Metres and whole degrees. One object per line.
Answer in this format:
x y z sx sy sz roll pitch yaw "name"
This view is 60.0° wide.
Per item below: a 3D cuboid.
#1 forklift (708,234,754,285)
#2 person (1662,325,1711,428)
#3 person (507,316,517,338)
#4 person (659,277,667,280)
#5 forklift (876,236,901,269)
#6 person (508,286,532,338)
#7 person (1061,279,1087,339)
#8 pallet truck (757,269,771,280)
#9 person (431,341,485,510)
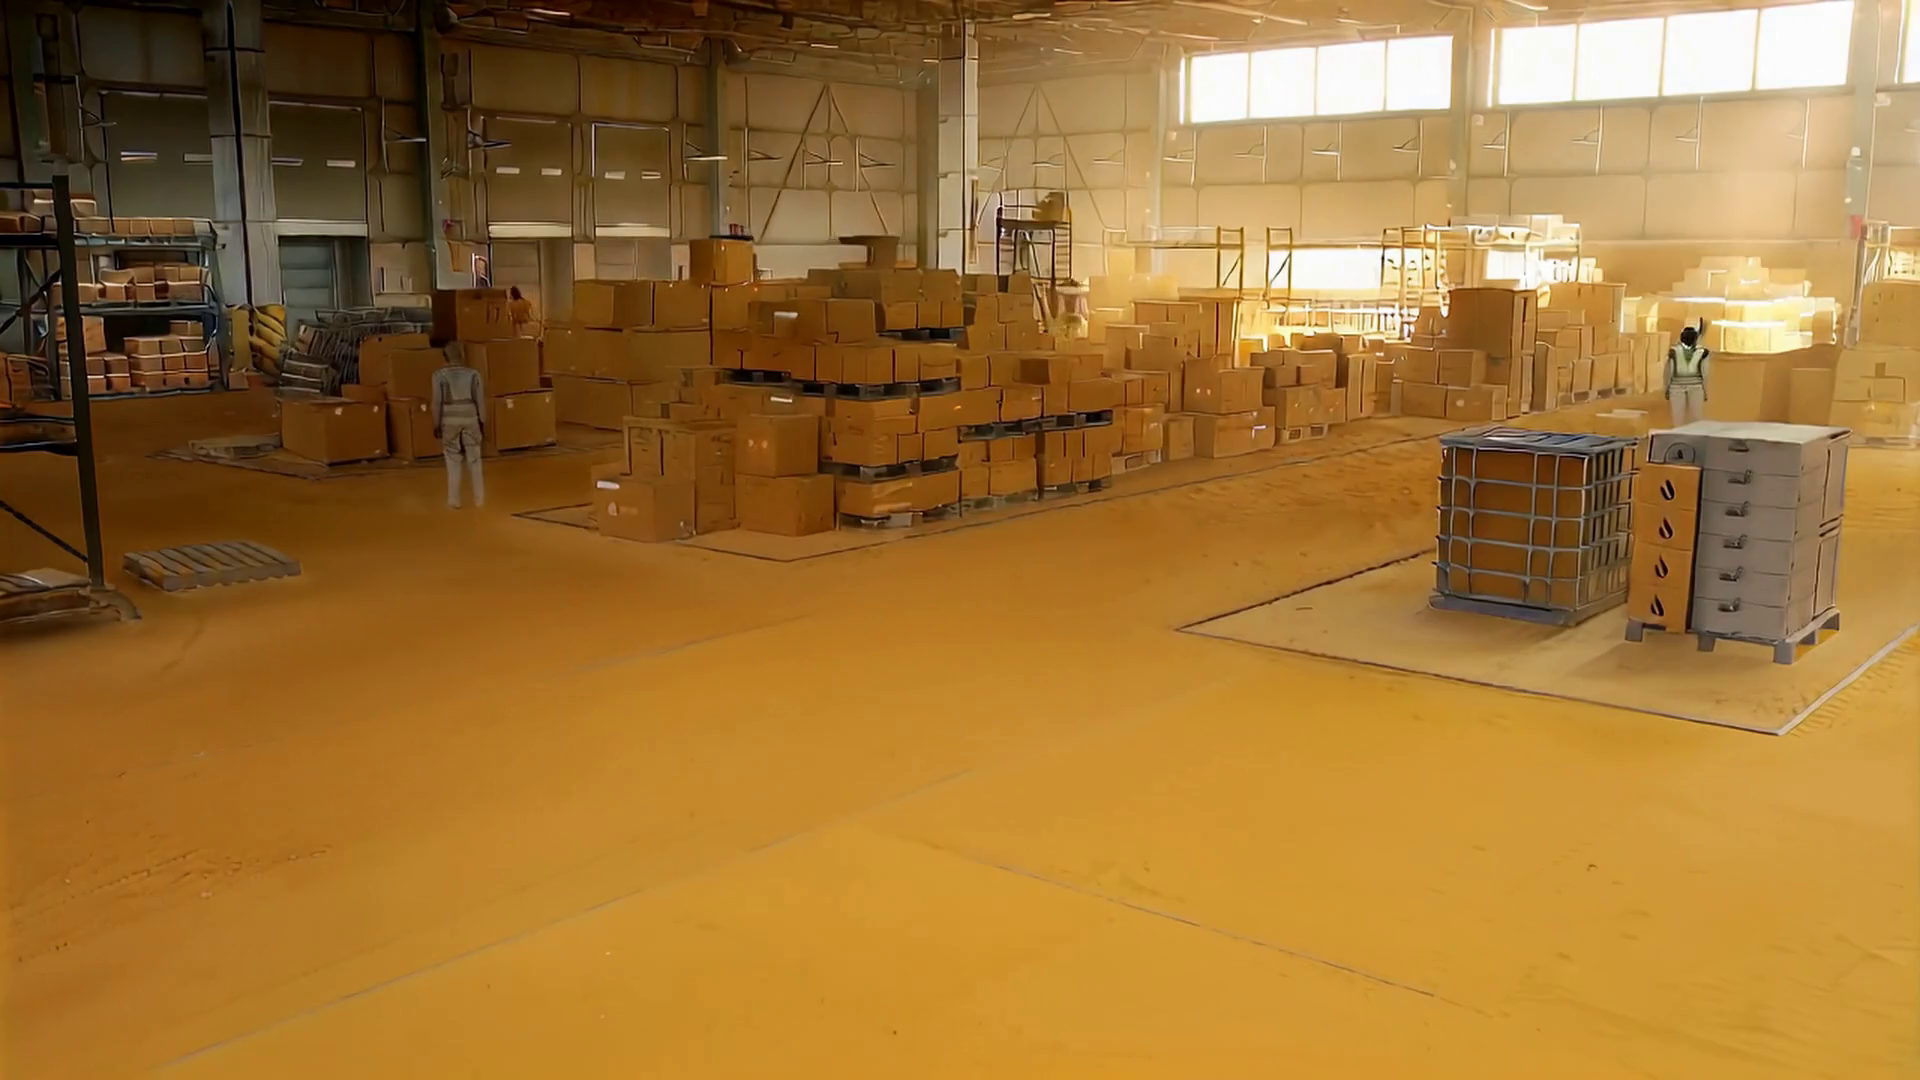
-4.754 -4.993 34.817 1.129 2.768 1.873 -2 10 -12 "forklift"
8.831 -1.805 20.237 0.533 1.627 0.366 5 11 27 "person"
-6.429 -2.437 23.010 0.623 1.917 0.643 9 13 41 "person"
-6.399 -4.707 35.919 0.639 1.927 0.387 -5 11 -26 "person"
-1.676 -5.747 39.112 1.873 2.768 1.129 -3 10 -18 "forklift"
-10.260 -5.087 38.794 0.548 1.656 0.618 5 11 26 "person"
2.355 -4.560 35.151 0.547 1.908 0.885 8 13 39 "person"
-4.996 -6.432 45.525 1.885 1.965 0.823 -6 12 -32 "pallet truck"
-4.903 -1.116 16.270 0.515 1.641 0.315 -7 12 -34 "person"
